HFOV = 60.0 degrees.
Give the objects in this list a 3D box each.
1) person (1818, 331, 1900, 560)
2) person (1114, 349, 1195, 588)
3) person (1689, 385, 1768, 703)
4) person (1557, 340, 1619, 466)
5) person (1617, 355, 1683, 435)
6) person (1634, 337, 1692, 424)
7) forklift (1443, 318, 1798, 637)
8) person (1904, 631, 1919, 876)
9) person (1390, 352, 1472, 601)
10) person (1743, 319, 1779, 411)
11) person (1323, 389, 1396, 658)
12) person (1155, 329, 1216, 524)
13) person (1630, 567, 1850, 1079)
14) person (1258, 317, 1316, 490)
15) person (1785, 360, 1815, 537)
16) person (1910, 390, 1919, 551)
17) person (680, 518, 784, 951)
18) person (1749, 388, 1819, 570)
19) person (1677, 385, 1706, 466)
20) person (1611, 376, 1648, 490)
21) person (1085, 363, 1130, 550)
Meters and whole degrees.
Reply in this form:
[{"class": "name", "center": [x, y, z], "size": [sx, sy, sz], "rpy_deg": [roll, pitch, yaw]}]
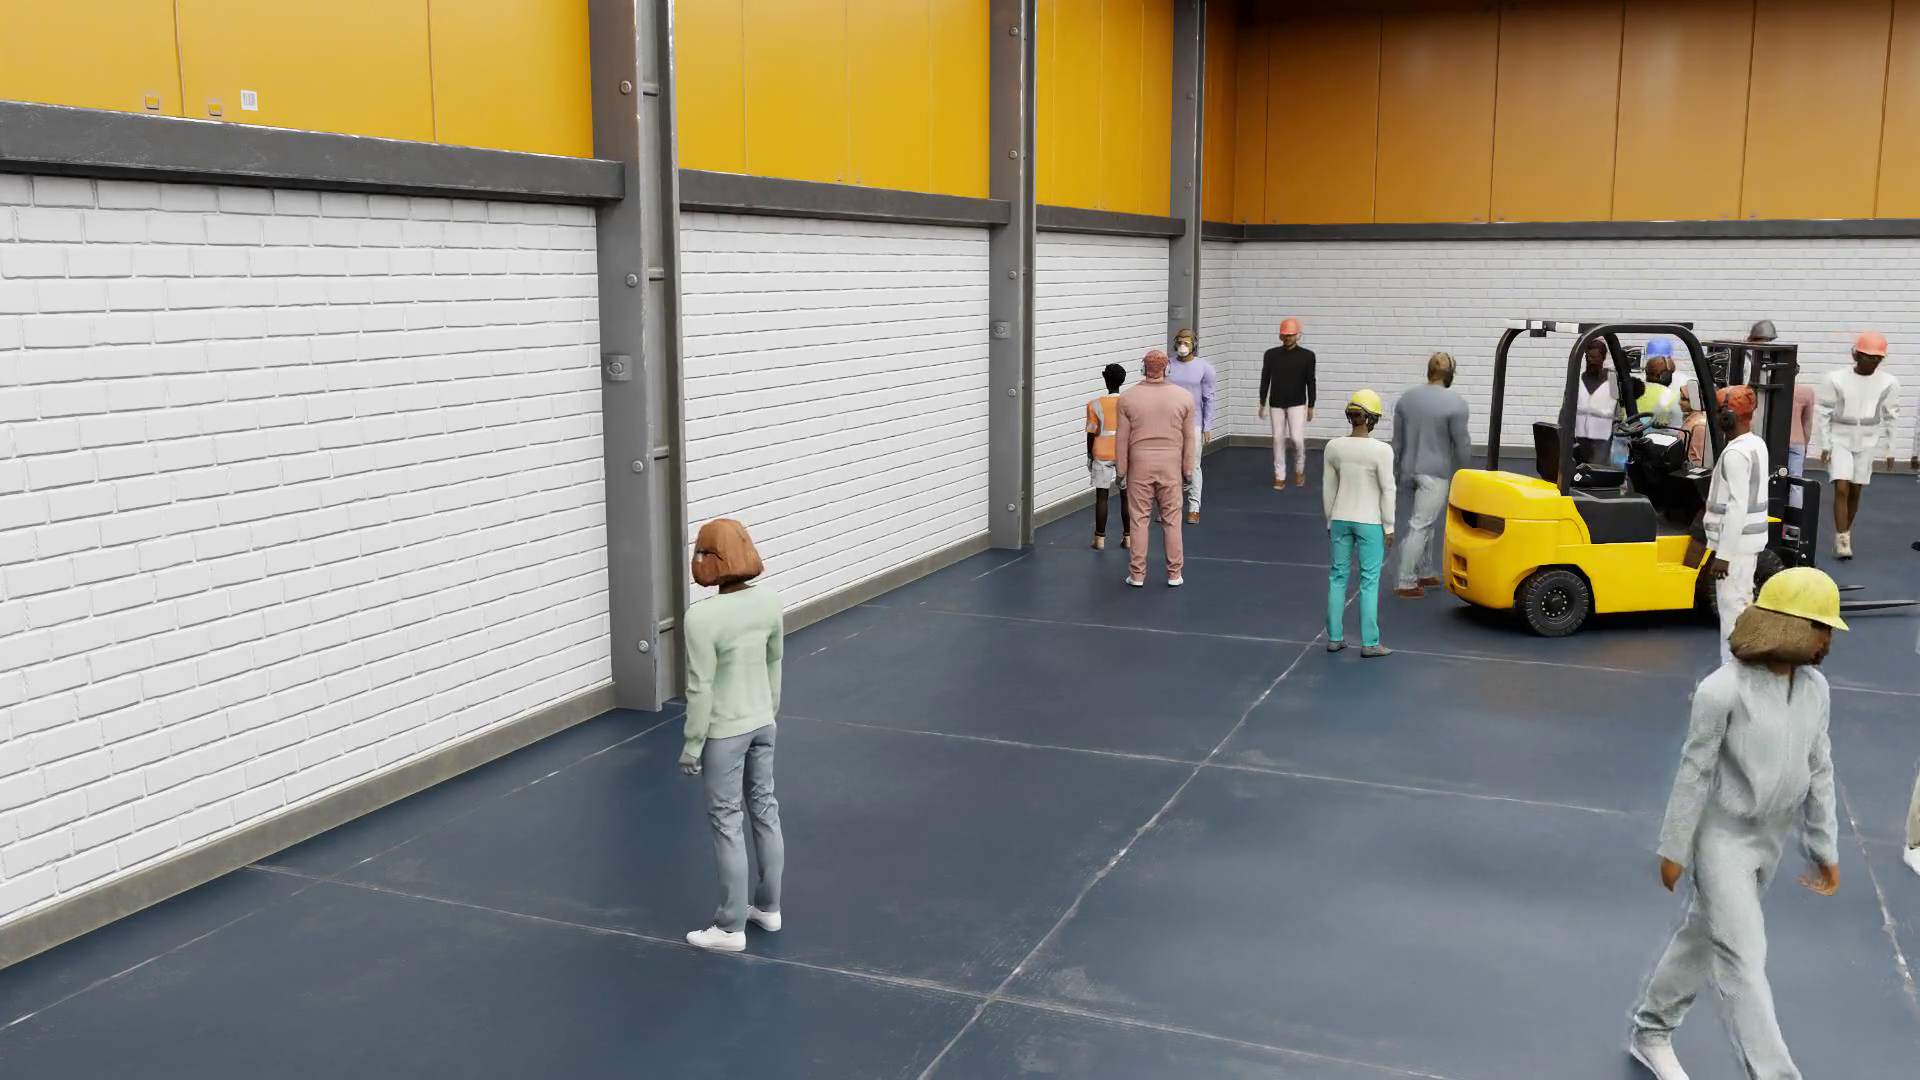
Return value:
[{"class": "person", "center": [7.820, -0.809, 14.482], "size": [0.628, 1.993, 0.932], "rpy_deg": [2, 10, 15]}, {"class": "person", "center": [1.547, -0.567, 13.284], "size": [0.642, 1.909, 0.399], "rpy_deg": [0, 9, 2]}, {"class": "person", "center": [4.500, 0.042, 9.686], "size": [0.356, 1.875, 0.575], "rpy_deg": [6, 11, 34]}, {"class": "person", "center": [5.843, -0.919, 15.504], "size": [0.972, 1.867, 0.622], "rpy_deg": [-9, 13, -43]}, {"class": "person", "center": [5.784, -0.646, 14.031], "size": [0.557, 1.823, 0.633], "rpy_deg": [-6, 11, -30]}, {"class": "person", "center": [6.338, -0.883, 15.125], "size": [0.649, 1.926, 0.452], "rpy_deg": [7, 12, 38]}, {"class": "forklift", "center": [4.706, -0.497, 11.990], "size": [2.313, 2.155, 1.214], "rpy_deg": [-2, 10, -10]}, {"class": "person", "center": [4.229, 0.511, 6.996], "size": [0.698, 1.828, 0.413], "rpy_deg": [-7, 12, -37]}, {"class": "person", "center": [3.676, -0.489, 12.803], "size": [0.813, 1.904, 0.628], "rpy_deg": [-6, 11, -30]}, {"class": "person", "center": [8.461, -1.382, 17.819], "size": [0.686, 2.000, 0.894], "rpy_deg": [-3, 10, -16]}, {"class": "person", "center": [2.631, -0.108, 10.946], "size": [0.522, 1.763, 0.320], "rpy_deg": [9, 13, 43]}, {"class": "person", "center": [2.225, -1.130, 16.599], "size": [0.631, 1.940, 0.372], "rpy_deg": [4, 10, 22]}, {"class": "person", "center": [2.375, 0.918, 4.917], "size": [0.496, 1.687, 0.915], "rpy_deg": [-4, 10, -25]}, {"class": "person", "center": [3.736, -1.553, 19.049], "size": [0.635, 1.980, 0.428], "rpy_deg": [4, 10, 24]}, {"class": "person", "center": [7.766, -0.894, 15.715], "size": [0.524, 1.760, 0.327], "rpy_deg": [0, 9, -3]}, {"class": "person", "center": [8.734, -0.821, 14.766], "size": [0.573, 1.926, 0.452], "rpy_deg": [-1, 9, -7]}, {"class": "person", "center": [-0.856, 0.726, 6.267], "size": [0.286, 1.635, 0.497], "rpy_deg": [6, 11, 33]}, {"class": "person", "center": [6.605, -0.533, 13.714], "size": [0.908, 1.705, 0.507], "rpy_deg": [4, 10, 24]}, {"class": "person", "center": [5.859, -0.438, 13.338], "size": [0.312, 1.632, 0.514], "rpy_deg": [3, 10, 16]}, {"class": "person", "center": [5.700, -0.567, 14.066], "size": [0.855, 1.658, 0.530], "rpy_deg": [1, 9, 9]}, {"class": "person", "center": [1.390, -0.750, 15.055], "size": [0.530, 1.689, 0.319], "rpy_deg": [0, 9, -2]}]
